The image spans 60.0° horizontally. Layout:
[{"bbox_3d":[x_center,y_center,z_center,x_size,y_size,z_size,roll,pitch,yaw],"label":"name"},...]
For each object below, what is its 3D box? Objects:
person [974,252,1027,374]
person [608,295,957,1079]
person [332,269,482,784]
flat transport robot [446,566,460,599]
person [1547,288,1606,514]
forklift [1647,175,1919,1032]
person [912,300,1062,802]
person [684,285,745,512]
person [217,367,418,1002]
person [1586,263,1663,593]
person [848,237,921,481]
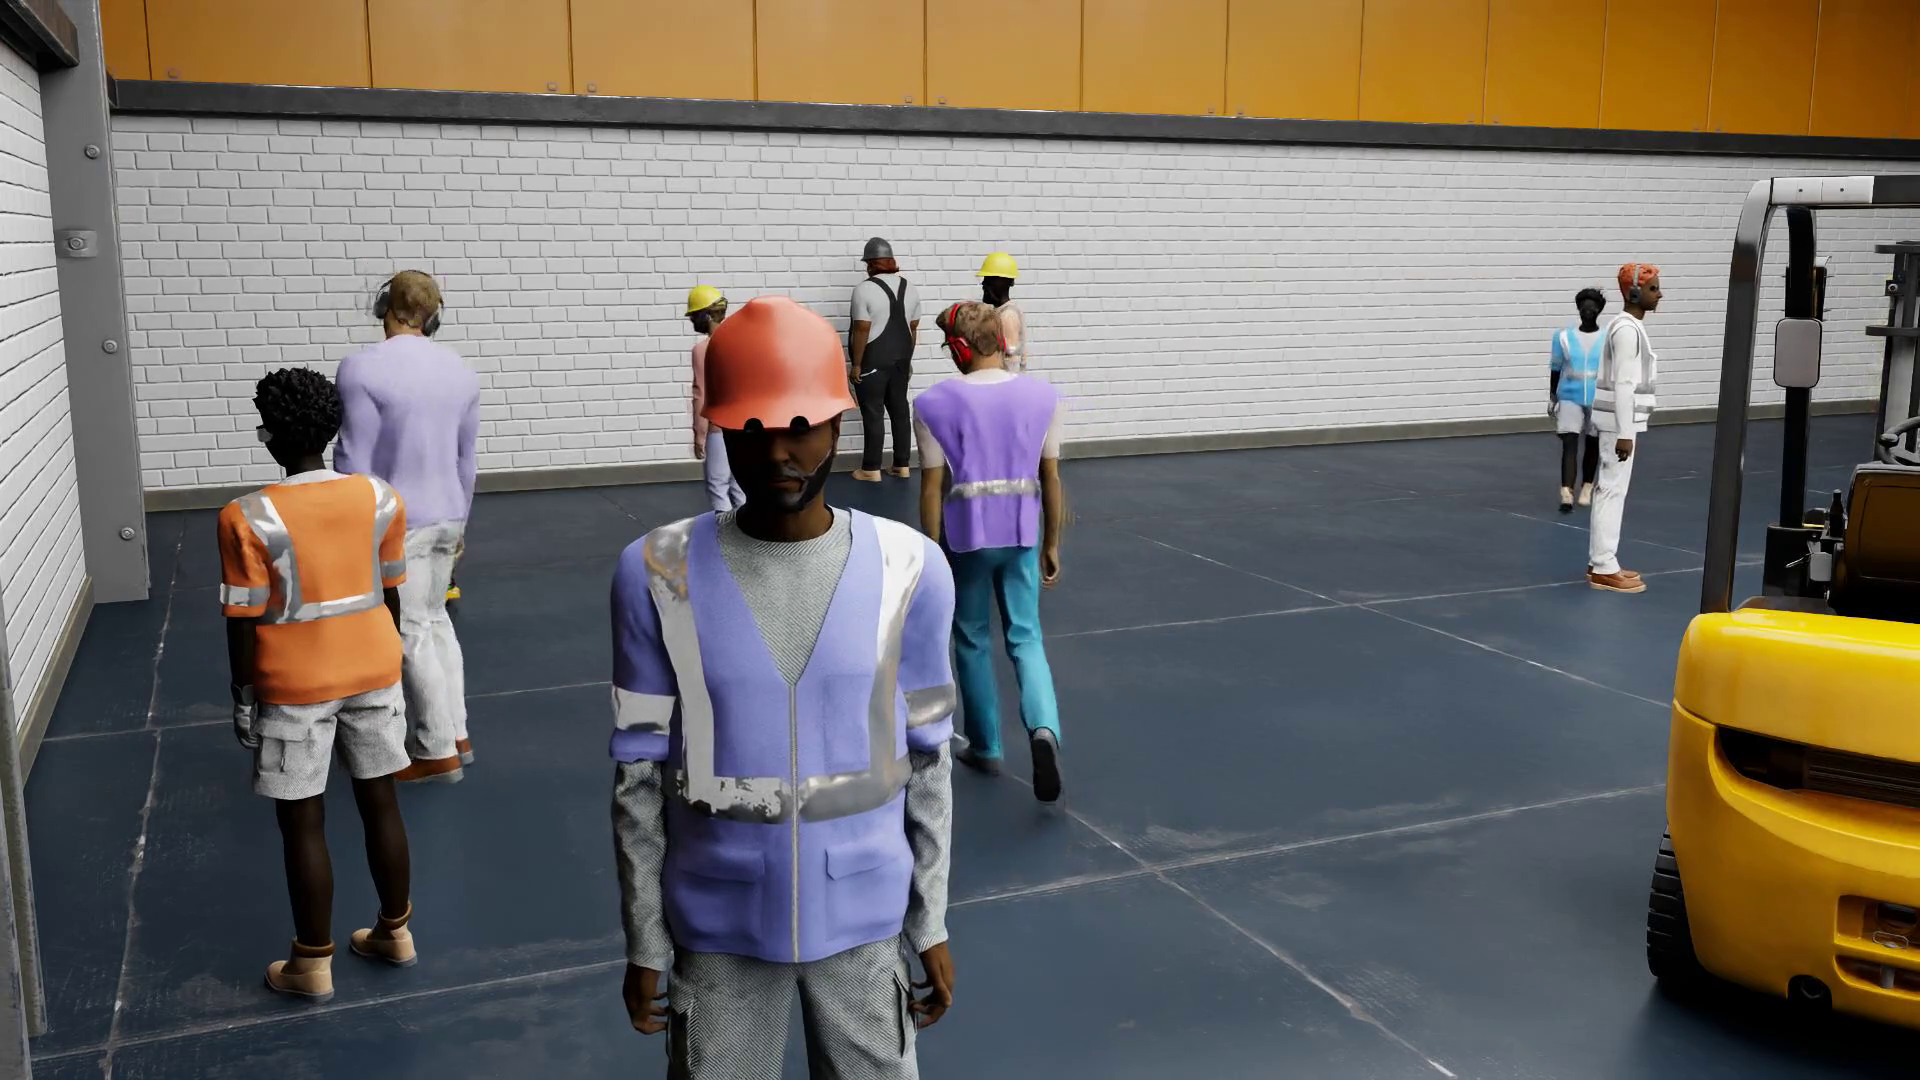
[{"bbox_3d":[0.265,-0.959,11.188,0.363,1.928,0.594,-1,10,-4],"label":"person"},{"bbox_3d":[-0.269,0.590,2.632,0.548,1.937,0.358,-2,10,-10],"label":"person"},{"bbox_3d":[-2.015,-0.026,6.167,0.345,1.915,0.661,4,11,22],"label":"person"},{"bbox_3d":[-3.393,0.158,9.607,0.652,0.197,1.431,-6,12,-29],"label":"flat transport robot"},{"bbox_3d":[4.632,-1.028,12.322,0.549,1.642,0.858,4,11,21],"label":"person"},{"bbox_3d":[2.810,0.094,4.662,1.214,2.155,2.313,7,12,34],"label":"forklift"},{"bbox_3d":[0.129,0.044,6.021,0.570,1.807,0.784,-3,11,-16],"label":"person"},{"bbox_3d":[-1.461,-0.660,10.058,0.400,1.744,0.541,5,11,23],"label":"person"},{"bbox_3d":[-1.709,0.384,4.461,0.321,1.690,0.529,9,13,40],"label":"person"},{"bbox_3d":[3.836,-0.650,9.619,0.358,1.882,0.574,4,11,20],"label":"person"},{"bbox_3d":[-0.692,-1.520,13.979,0.689,2.000,0.538,-10,14,-43],"label":"person"}]
